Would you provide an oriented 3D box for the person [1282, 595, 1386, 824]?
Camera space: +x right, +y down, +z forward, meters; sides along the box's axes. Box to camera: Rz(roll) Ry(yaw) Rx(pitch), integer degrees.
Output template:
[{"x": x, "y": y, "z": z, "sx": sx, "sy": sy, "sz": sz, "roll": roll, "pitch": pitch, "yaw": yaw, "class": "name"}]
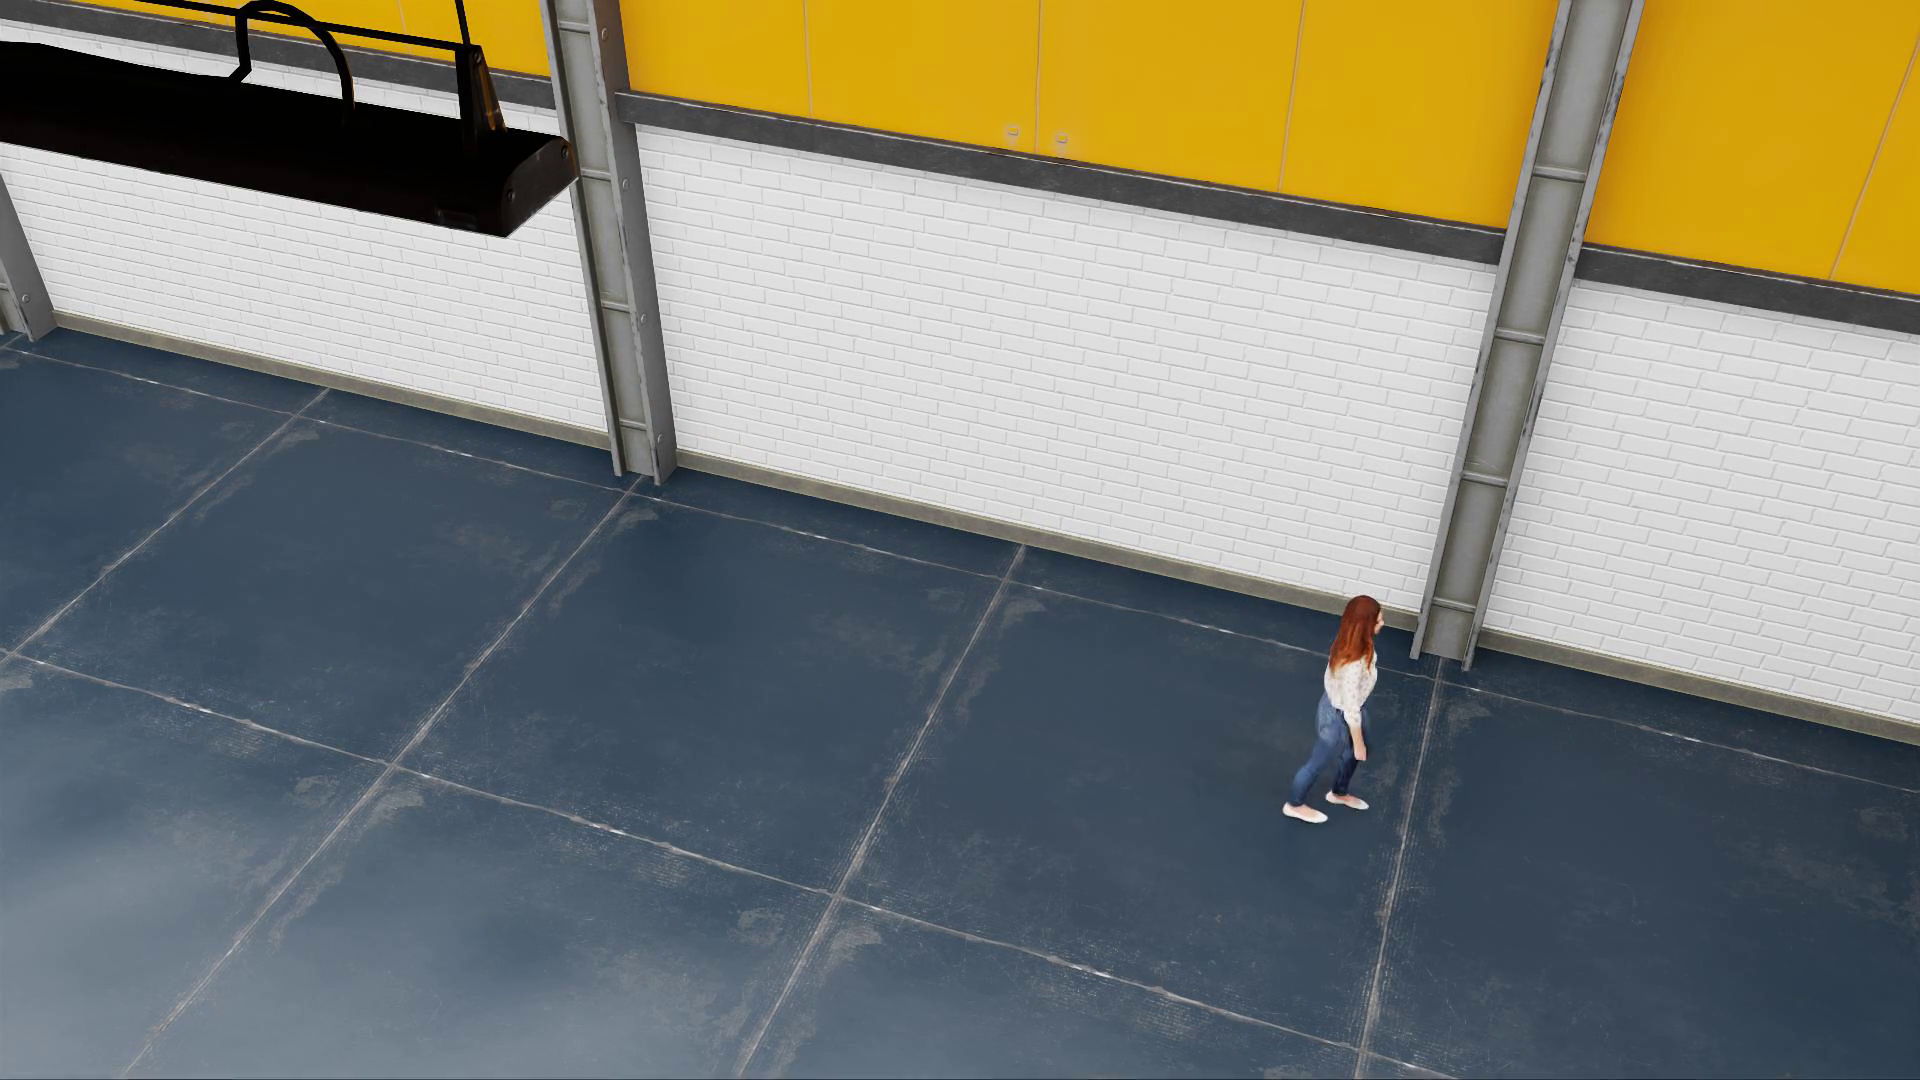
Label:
[{"x": 2.079, "y": 0.978, "z": 9.474, "sx": 0.704, "sy": 1.712, "sz": 0.590, "roll": 13, "pitch": 40, "yaw": 15, "class": "person"}]
